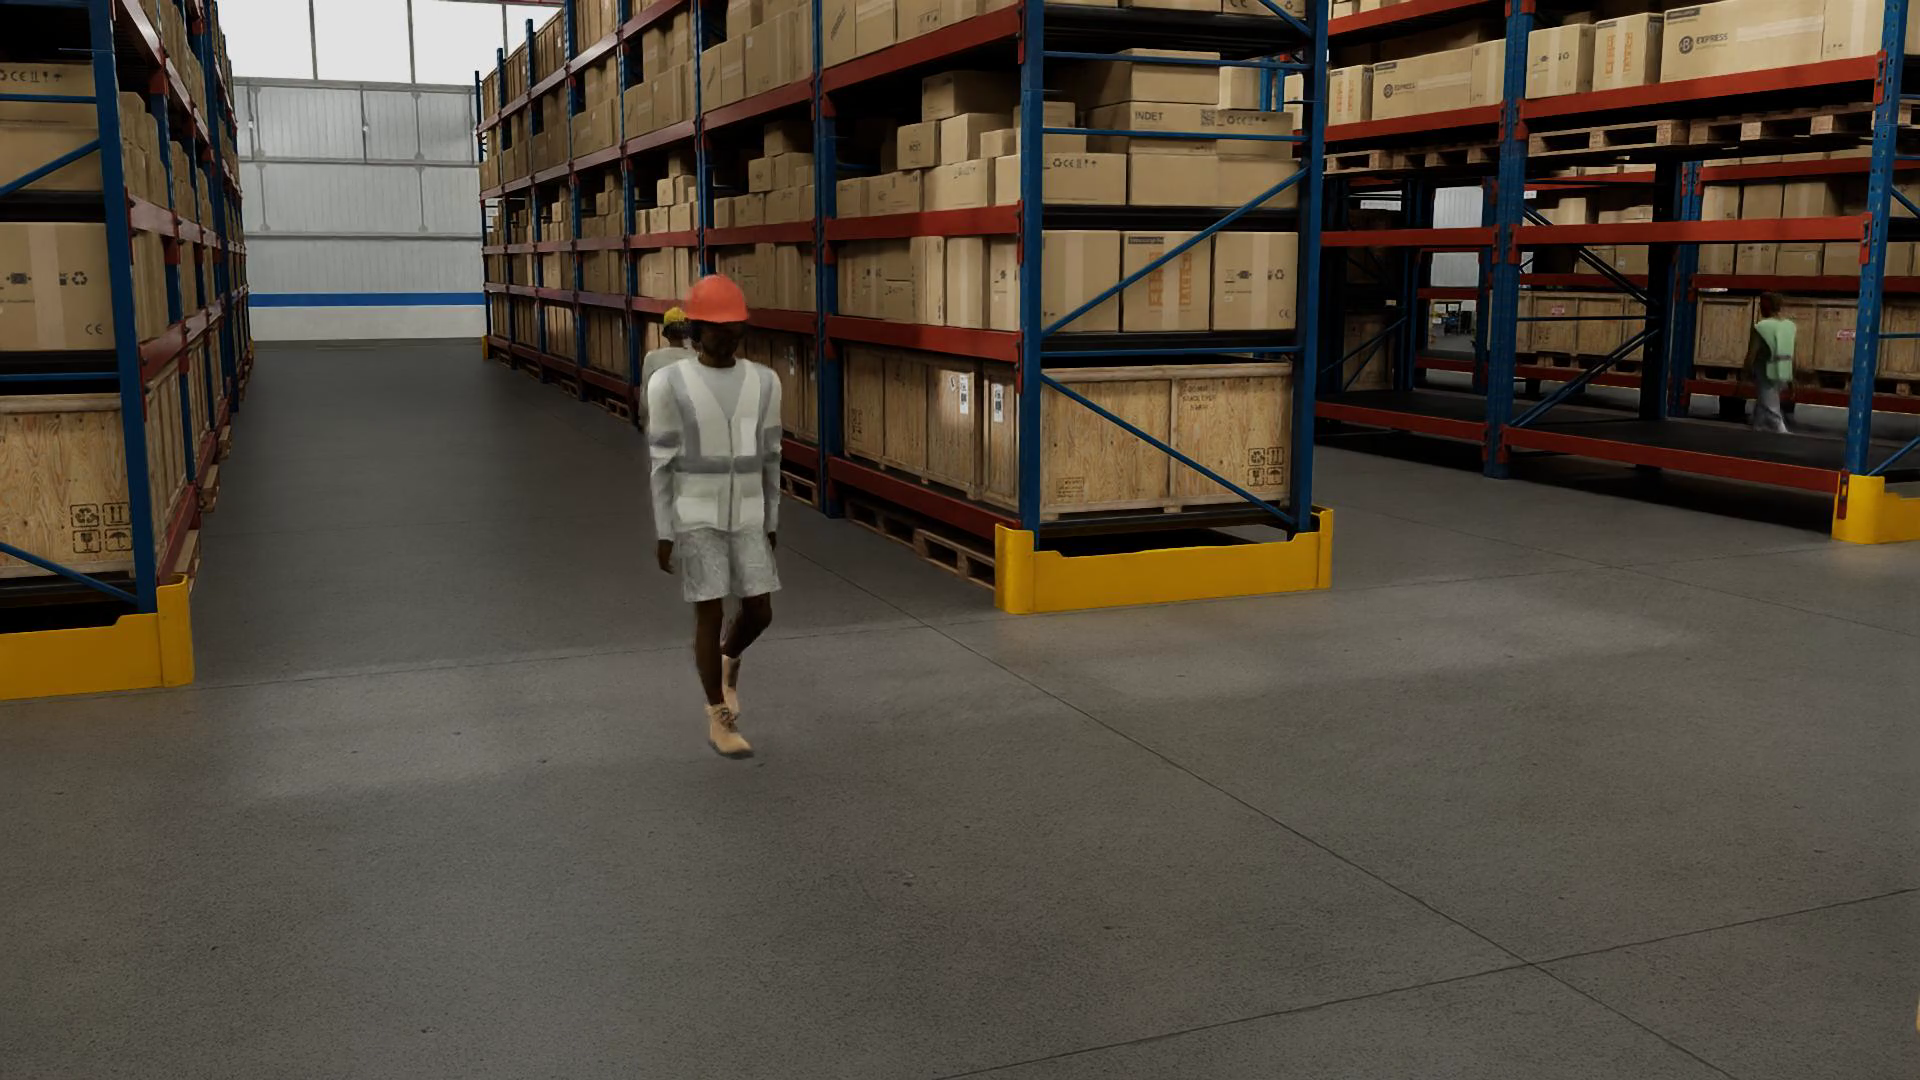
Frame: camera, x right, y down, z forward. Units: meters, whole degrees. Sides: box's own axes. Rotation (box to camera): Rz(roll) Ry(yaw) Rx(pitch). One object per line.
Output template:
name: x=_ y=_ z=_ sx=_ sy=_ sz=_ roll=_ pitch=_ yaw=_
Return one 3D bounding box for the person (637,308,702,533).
person: x=-2.222 y=-0.937 z=12.952 sx=0.526 sy=1.719 sz=0.912 roll=-5 pitch=11 yaw=-28

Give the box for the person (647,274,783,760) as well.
person: x=-1.034 y=-0.105 z=7.045 sx=0.615 sy=2.027 sz=0.544 roll=-5 pitch=11 yaw=-28

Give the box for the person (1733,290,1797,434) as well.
person: x=7.992 y=-1.574 z=16.530 sx=0.586 sy=1.790 sz=0.964 roll=-5 pitch=11 yaw=-28

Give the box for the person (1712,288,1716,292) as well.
person: x=18.152 y=-5.504 z=39.918 sx=0.967 sy=1.860 sz=0.648 roll=3 pitch=10 yaw=19

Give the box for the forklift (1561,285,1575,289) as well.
forklift: x=11.370 y=-4.535 z=31.024 sx=1.873 sy=2.768 sz=1.129 roll=3 pitch=10 yaw=16
